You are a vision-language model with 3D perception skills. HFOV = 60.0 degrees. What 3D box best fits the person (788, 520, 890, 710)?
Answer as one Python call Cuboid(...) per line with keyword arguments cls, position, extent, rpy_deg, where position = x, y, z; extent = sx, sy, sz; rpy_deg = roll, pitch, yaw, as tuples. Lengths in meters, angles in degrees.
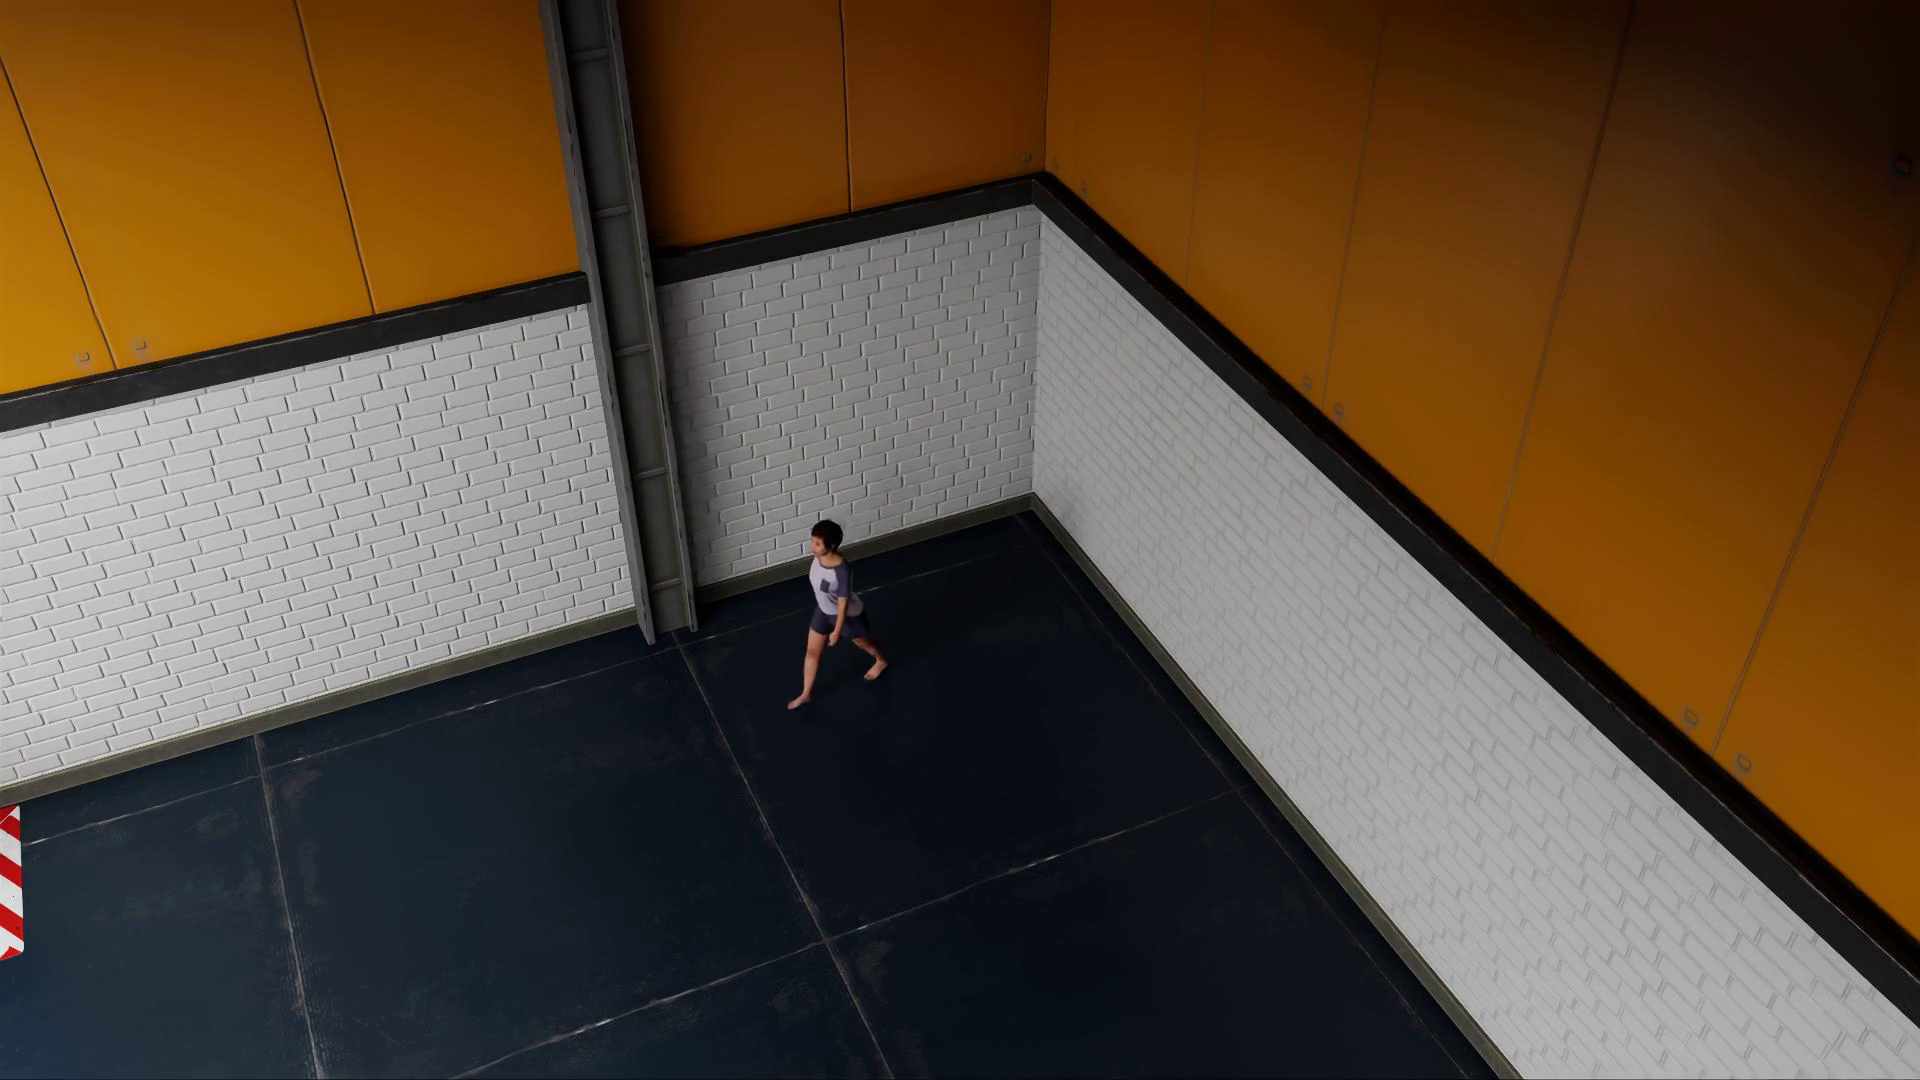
Cuboid(cls="person", position=(-0.786, 0.484, 11.648), extent=(1.131, 1.512, 0.793), rpy_deg=(-30, 47, -32))
